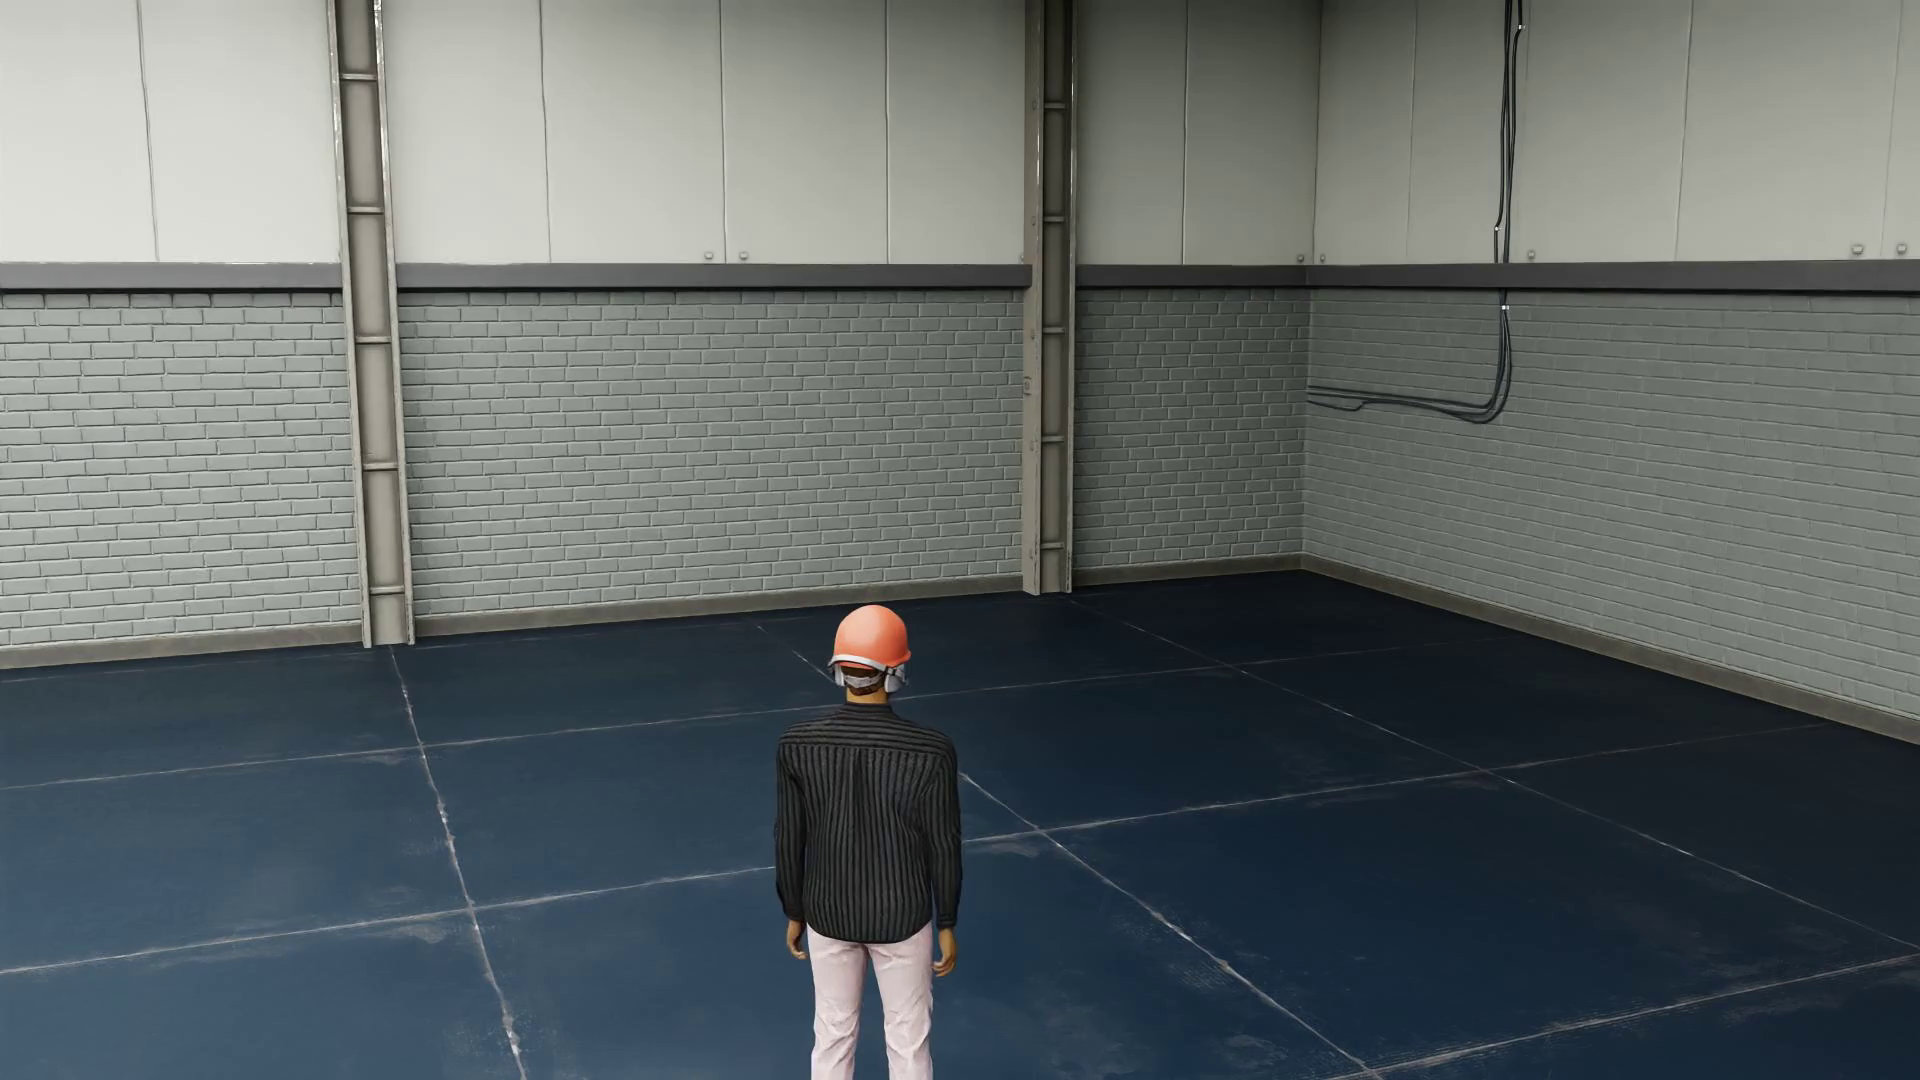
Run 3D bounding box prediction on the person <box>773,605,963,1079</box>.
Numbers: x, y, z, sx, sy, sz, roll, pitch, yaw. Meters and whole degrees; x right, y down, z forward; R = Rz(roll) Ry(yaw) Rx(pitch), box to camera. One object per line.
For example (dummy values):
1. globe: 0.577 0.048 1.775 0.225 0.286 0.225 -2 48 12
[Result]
1. person: -0.286 1.195 5.353 0.612 1.995 0.393 2 9 13
